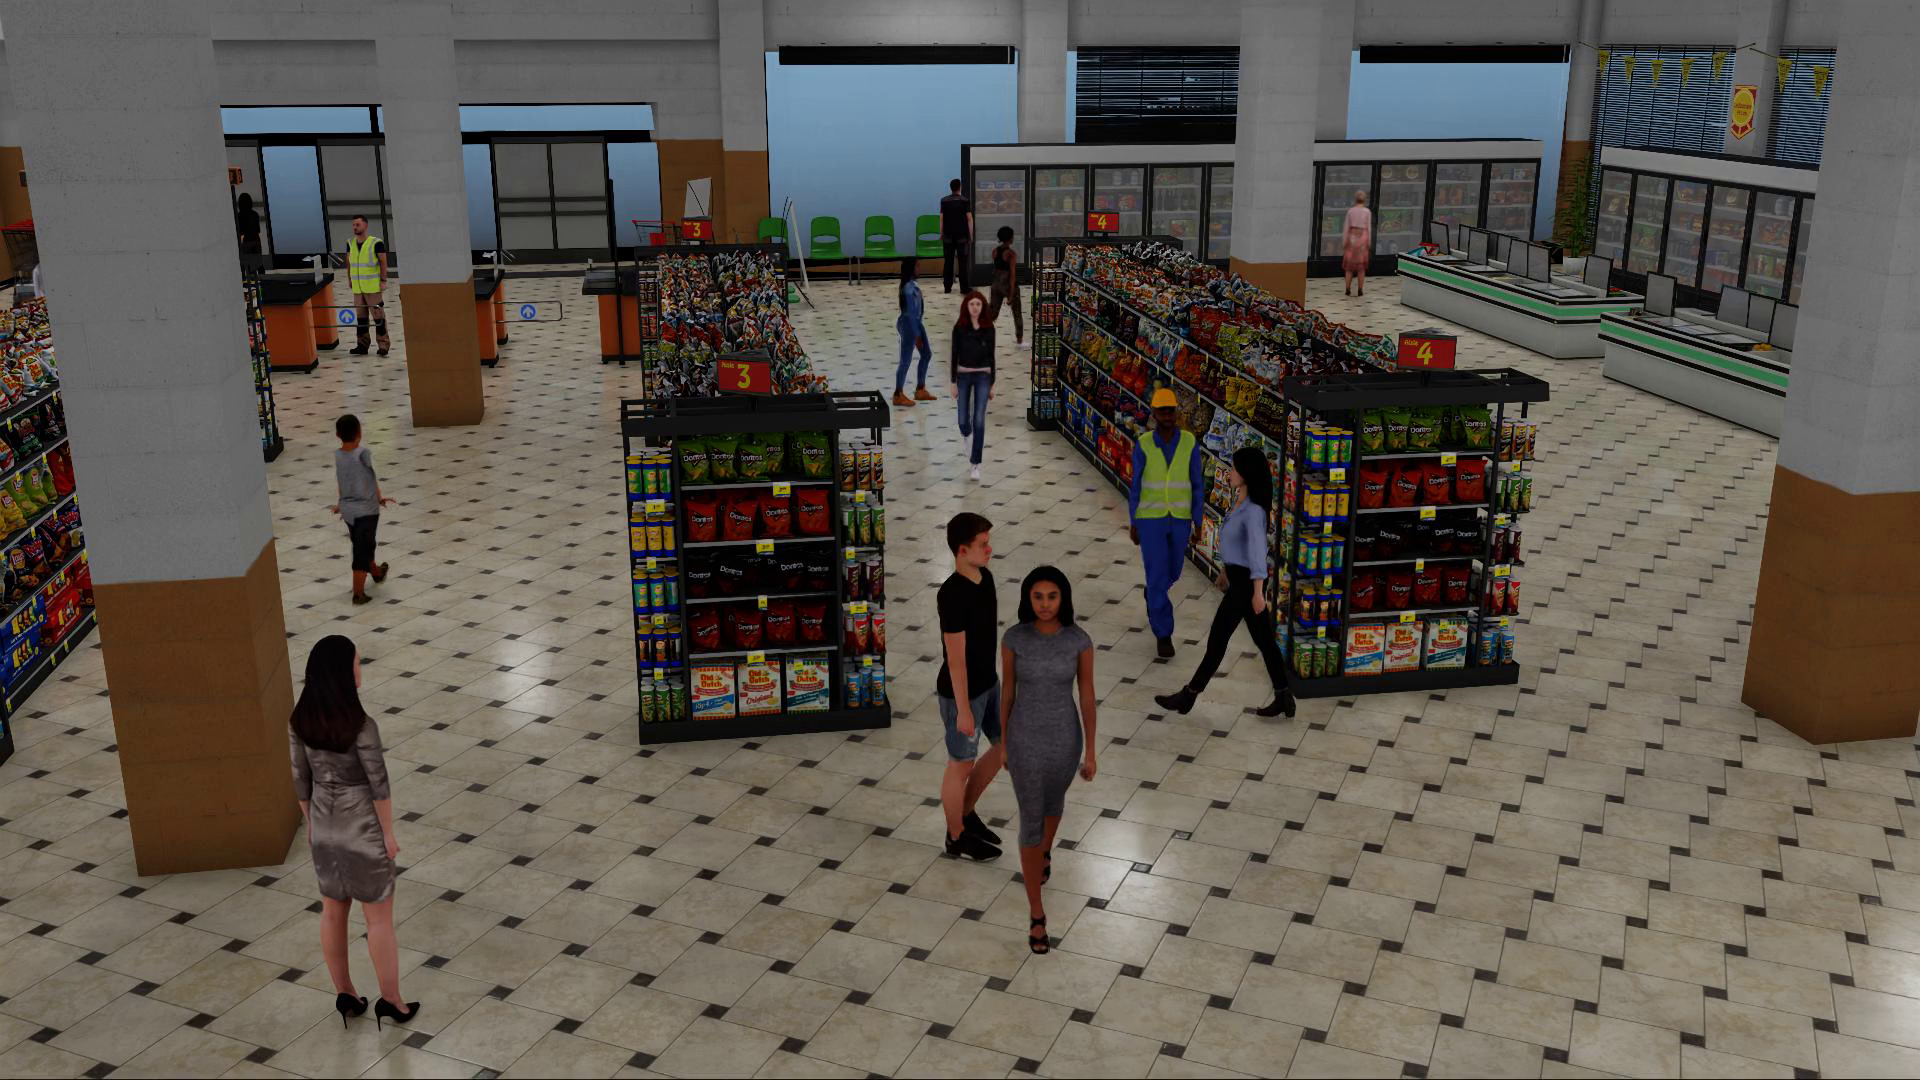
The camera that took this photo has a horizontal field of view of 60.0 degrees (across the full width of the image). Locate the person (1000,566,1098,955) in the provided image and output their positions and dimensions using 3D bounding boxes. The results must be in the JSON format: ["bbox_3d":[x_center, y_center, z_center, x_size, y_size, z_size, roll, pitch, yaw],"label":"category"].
[{"bbox_3d":[0.402,0.967,7.827,0.715,1.736,1.129,0,17,0],"label":"person"}]

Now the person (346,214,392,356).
[{"bbox_3d":[-7.807,-3.358,21.879,0.798,1.846,0.819,2,17,8],"label":"person"}]

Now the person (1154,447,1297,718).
[{"bbox_3d":[1.822,0.313,10.038,0.910,1.703,1.111,1,17,3],"label":"person"}]

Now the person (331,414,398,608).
[{"bbox_3d":[-4.488,-0.245,12.351,0.755,1.426,1.033,2,17,6],"label":"person"}]

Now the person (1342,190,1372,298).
[{"bbox_3d":[6.431,-4.792,26.870,0.686,1.692,0.705,5,18,17],"label":"person"}]

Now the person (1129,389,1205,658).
[{"bbox_3d":[1.399,-0.153,11.430,0.674,1.786,1.126,-2,17,-8],"label":"person"}]

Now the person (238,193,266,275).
[{"bbox_3d":[-11.498,-4.800,26.982,0.706,1.642,0.627,9,19,28],"label":"person"}]

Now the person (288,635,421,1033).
[{"bbox_3d":[-2.542,1.234,6.933,0.662,1.744,0.657,5,18,16],"label":"person"}]

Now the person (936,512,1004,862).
[{"bbox_3d":[-0.032,0.736,8.402,0.848,1.843,0.745,7,18,21],"label":"person"}]

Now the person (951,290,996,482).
[{"bbox_3d":[0.122,-1.491,15.866,0.725,1.767,1.151,0,17,1],"label":"person"}]

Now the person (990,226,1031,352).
[{"bbox_3d":[0.507,-3.238,21.842,1.144,1.640,1.130,14,22,39],"label":"person"}]

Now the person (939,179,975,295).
[{"bbox_3d":[-0.069,-4.967,27.180,0.814,1.845,0.777,5,18,16],"label":"person"}]

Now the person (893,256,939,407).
[{"bbox_3d":[-0.655,-2.352,18.822,0.786,1.698,0.745,1,17,2],"label":"person"}]
